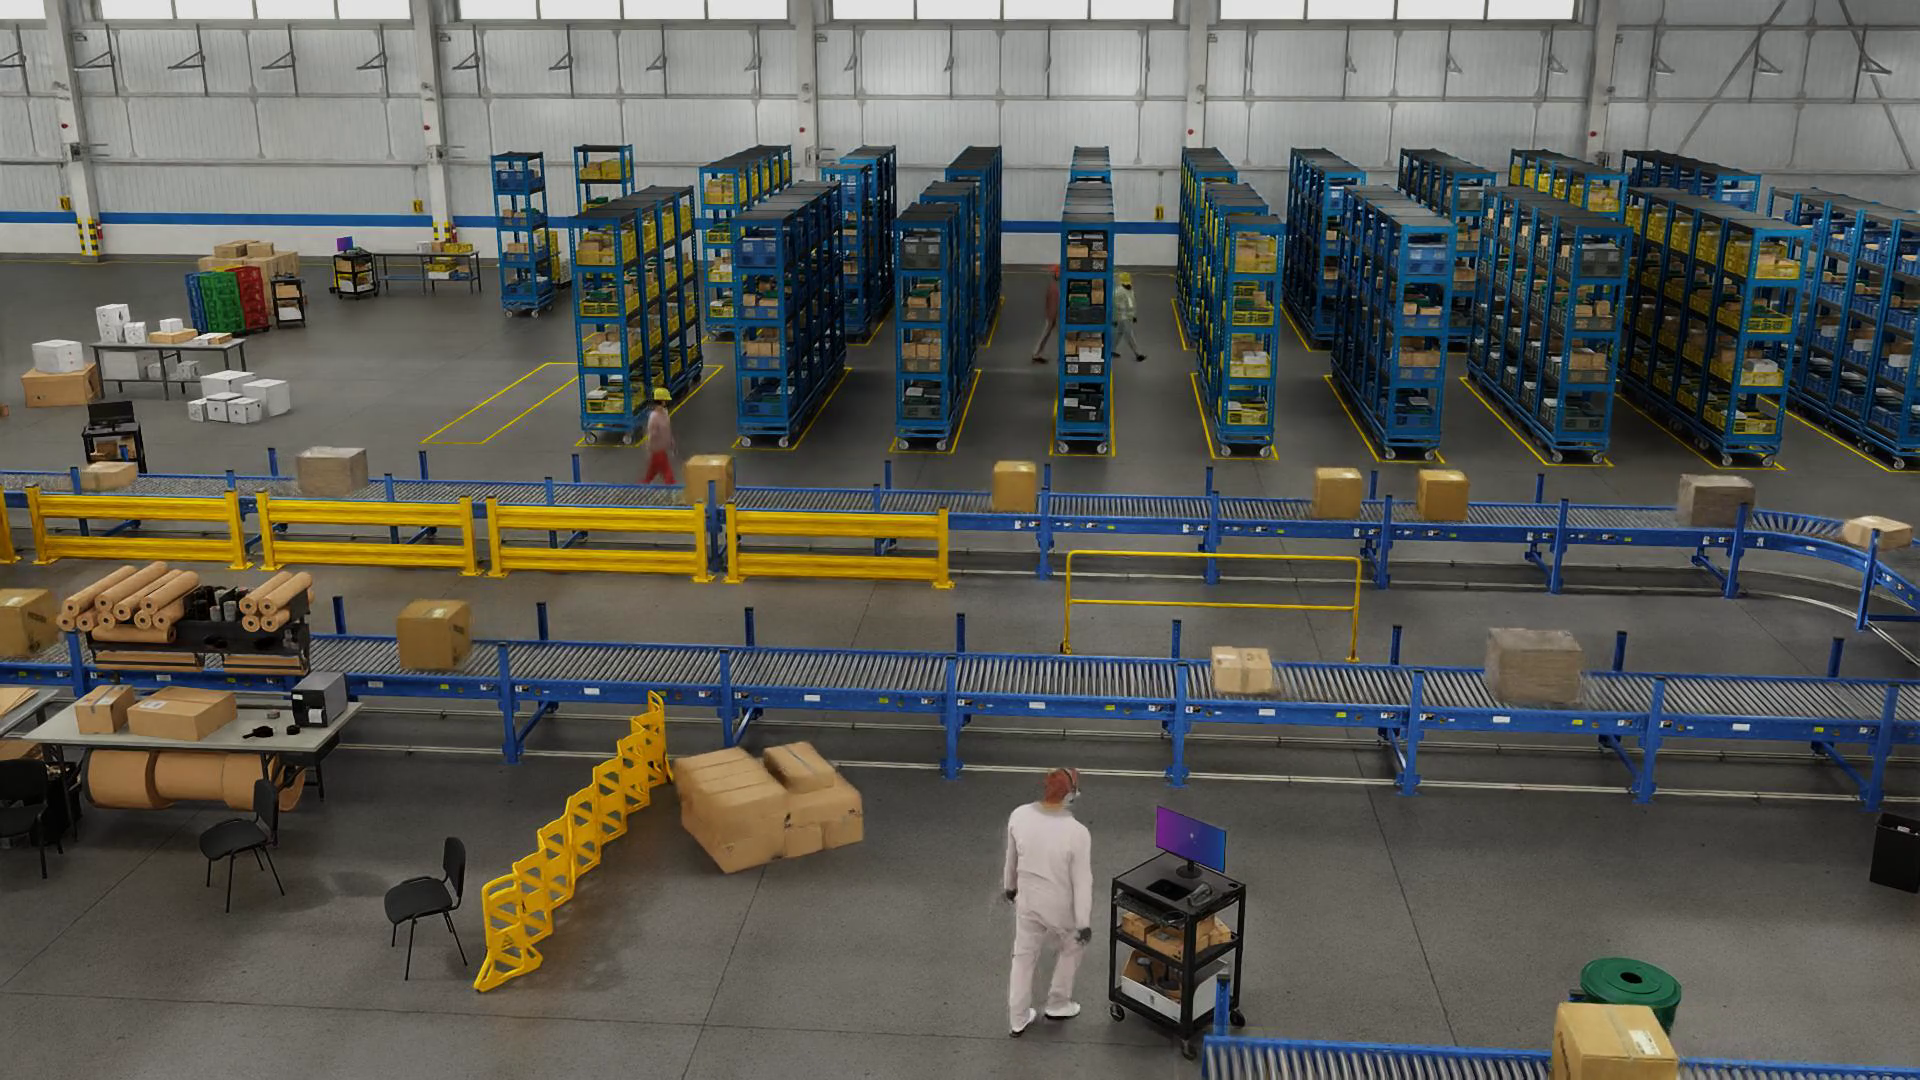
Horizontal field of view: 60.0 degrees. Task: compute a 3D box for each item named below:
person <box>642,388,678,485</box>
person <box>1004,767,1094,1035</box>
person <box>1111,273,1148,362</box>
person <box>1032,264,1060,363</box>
[{"bbox_3d":[-4.026,-1.228,22.636,0.949,1.712,0.539,3,18,9],"label":"person"},{"bbox_3d":[0.605,2.370,10.974,0.776,1.868,0.674,14,22,37],"label":"person"},{"bbox_3d":[3.269,-4.387,32.632,0.967,1.749,0.639,12,21,32],"label":"person"},{"bbox_3d":[1.866,-4.379,32.284,1.020,1.941,0.638,-3,18,-10],"label":"person"}]
